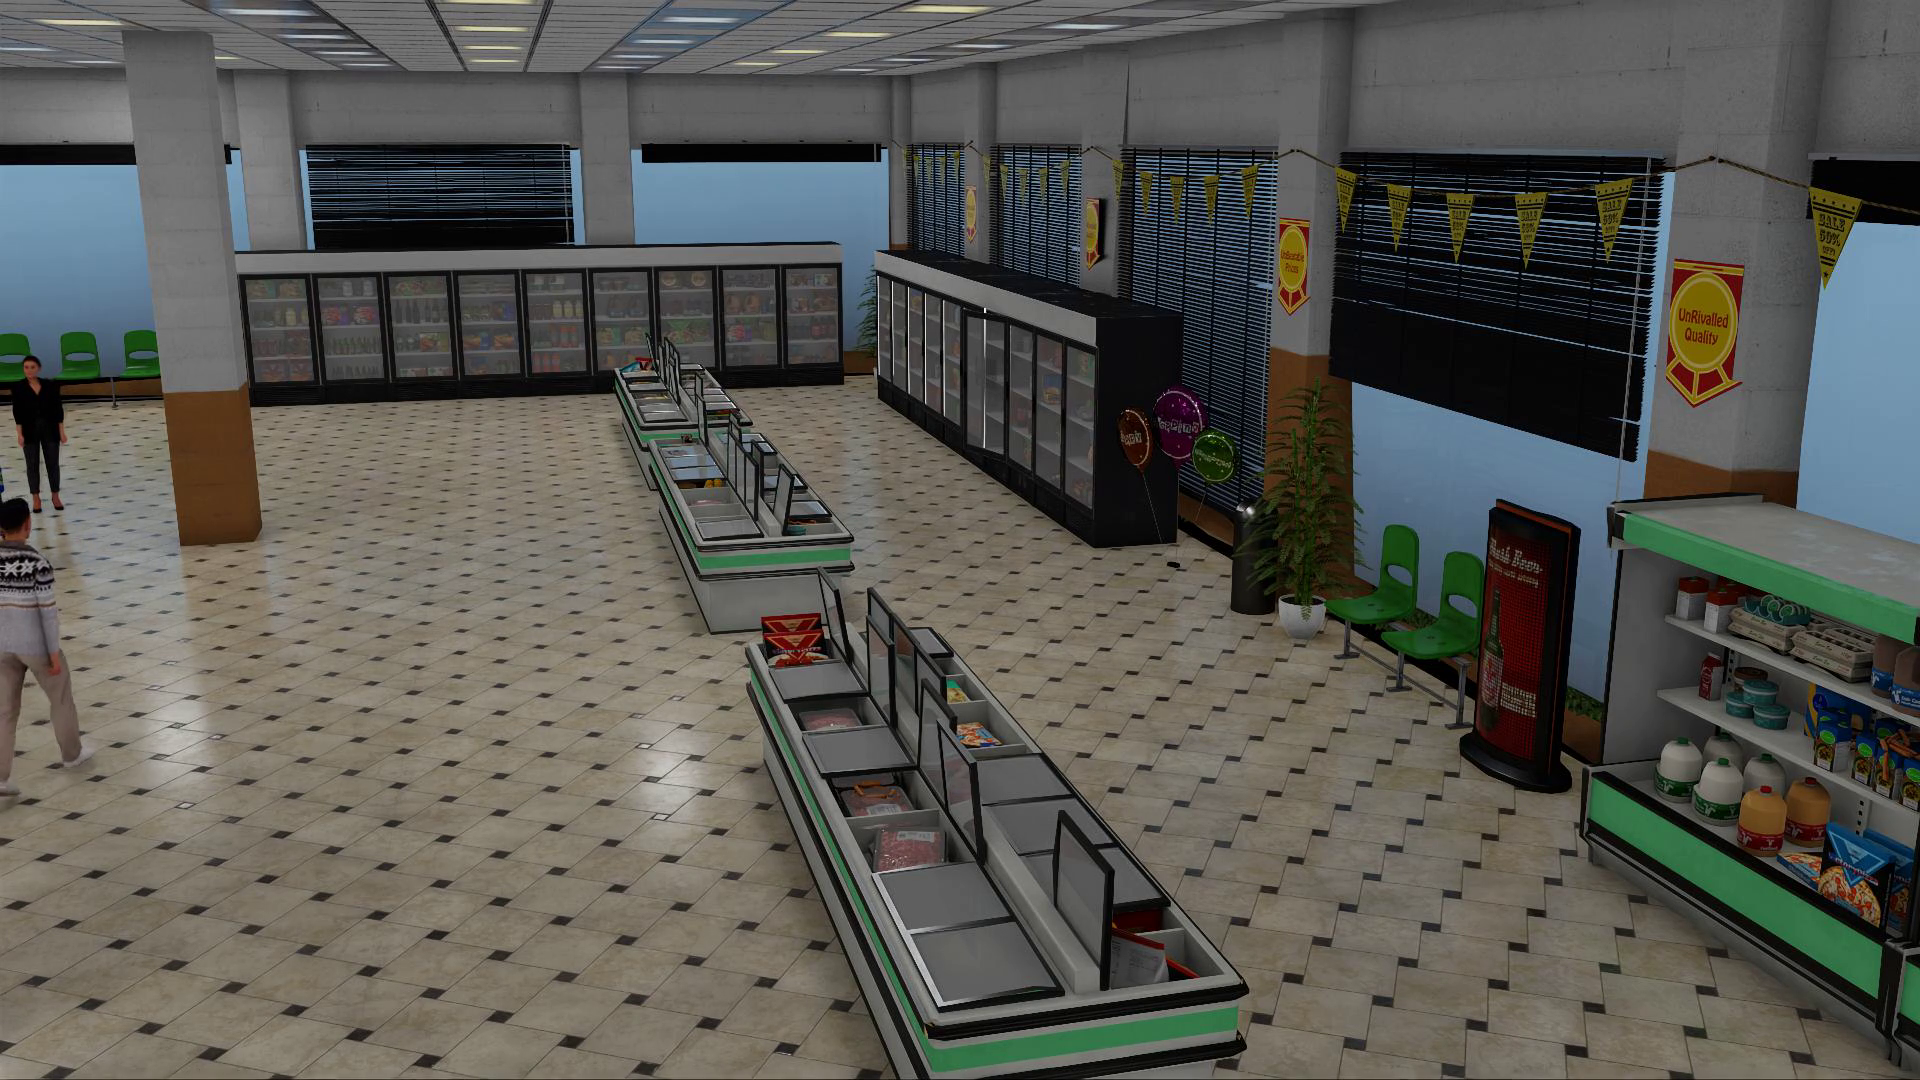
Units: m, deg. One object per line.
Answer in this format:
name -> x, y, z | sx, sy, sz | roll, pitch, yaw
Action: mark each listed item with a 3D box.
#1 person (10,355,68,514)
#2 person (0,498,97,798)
person -> -10.039, -1.164, 18.149 | 0.713, 1.716, 0.688 | -9, 16, -34
person -> -5.834, 0.687, 10.255 | 0.879, 1.840, 1.235 | 0, 14, -2
